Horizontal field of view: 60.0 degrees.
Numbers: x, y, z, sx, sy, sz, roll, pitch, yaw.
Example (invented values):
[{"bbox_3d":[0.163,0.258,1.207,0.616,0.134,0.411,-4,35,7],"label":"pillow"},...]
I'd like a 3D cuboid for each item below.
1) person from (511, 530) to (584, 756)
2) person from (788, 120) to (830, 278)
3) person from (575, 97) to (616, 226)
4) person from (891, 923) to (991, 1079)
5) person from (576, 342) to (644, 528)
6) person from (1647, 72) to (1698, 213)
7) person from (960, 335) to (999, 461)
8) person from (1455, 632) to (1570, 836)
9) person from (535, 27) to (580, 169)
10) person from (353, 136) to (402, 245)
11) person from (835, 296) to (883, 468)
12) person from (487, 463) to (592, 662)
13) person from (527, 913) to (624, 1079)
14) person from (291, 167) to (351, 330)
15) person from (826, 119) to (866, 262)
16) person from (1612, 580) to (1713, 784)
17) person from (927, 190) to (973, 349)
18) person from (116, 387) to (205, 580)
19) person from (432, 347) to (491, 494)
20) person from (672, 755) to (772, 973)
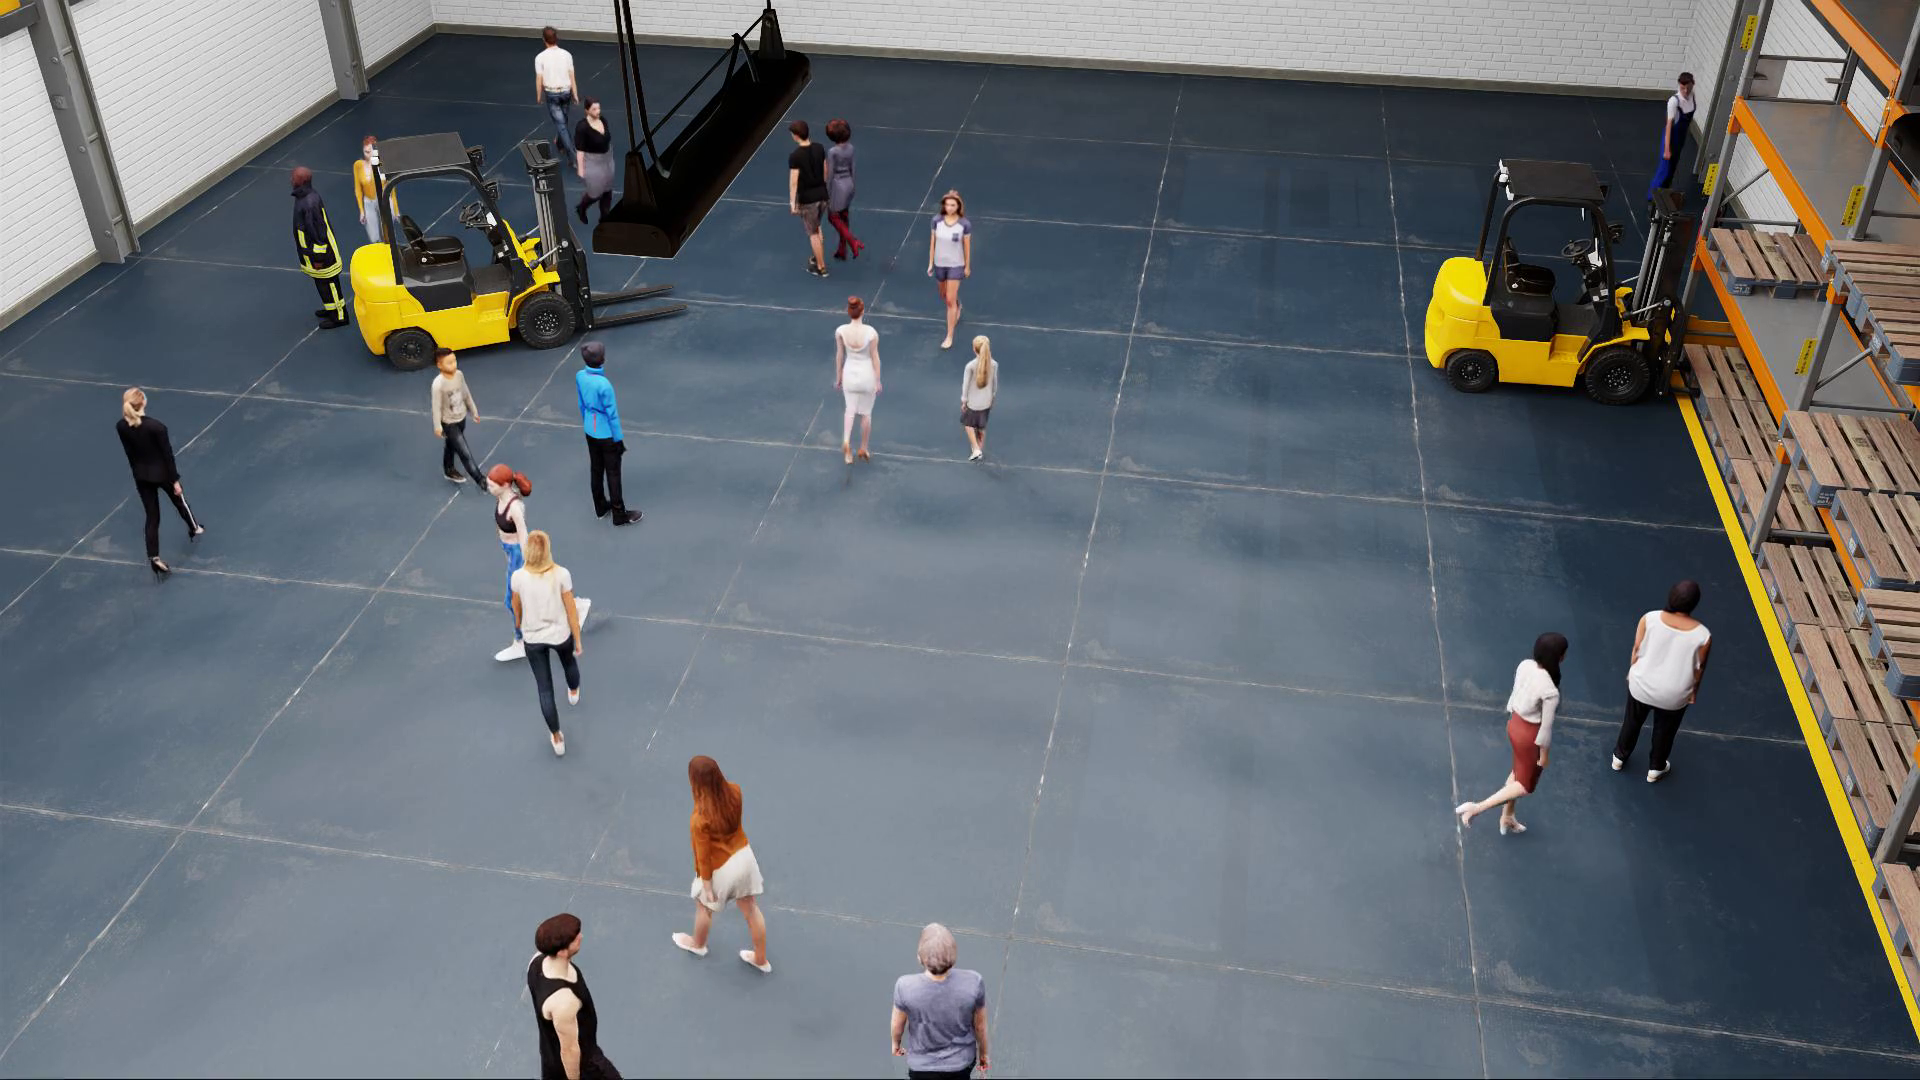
[{"bbox_3d":[-3.007,0.798,12.180,0.917,1.770,1.142,-10,35,-15],"label":"person"},{"bbox_3d":[-1.647,-3.918,19.215,0.817,1.835,0.894,-26,41,-33],"label":"person"},{"bbox_3d":[-4.508,-4.574,20.287,0.898,1.740,0.880,18,38,25],"label":"person"},{"bbox_3d":[-0.084,2.869,8.974,0.794,1.869,0.845,-4,34,-6],"label":"person"},{"bbox_3d":[-3.194,-0.946,14.783,0.699,1.792,0.710,25,41,32],"label":"person"},{"bbox_3d":[8.985,-5.035,20.913,0.933,1.817,0.823,25,41,33],"label":"person"},{"bbox_3d":[0.208,-1.310,15.810,0.676,1.262,0.741,-15,36,-21],"label":"person"},{"bbox_3d":[3.799,1.384,11.327,0.830,1.738,0.849,-7,34,-11],"label":"person"},{"bbox_3d":[-5.322,-5.845,22.145,1.181,1.801,1.281,-19,38,-26],"label":"person"},{"bbox_3d":[-6.701,-3.845,19.200,0.665,1.730,0.659,-2,34,-4],"label":"person"},{"bbox_3d":[-0.983,-1.429,15.513,0.621,1.789,0.778,10,35,15],"label":"person"},{"bbox_3d":[-3.402,0.136,13.180,1.071,1.764,1.088,-17,37,-24],"label":"person"},{"bbox_3d":[-2.200,2.799,9.084,1.140,1.862,1.094,-19,38,-27],"label":"person"},{"bbox_3d":[-7.014,-3.223,18.181,0.920,1.822,0.807,-12,35,-17],"label":"person"},{"bbox_3d":[-1.335,-4.067,19.571,0.969,1.691,0.945,26,42,34],"label":"person"},{"bbox_3d":[5.052,0.992,11.962,0.750,1.688,0.750,21,39,29],"label":"person"},{"bbox_3d":[-0.085,-2.978,17.920,0.771,1.703,1.098,14,36,20],"label":"person"},{"bbox_3d":[-6.894,-0.460,14.170,0.750,1.661,1.102,1,34,1],"label":"person"},{"bbox_3d":[-4.737,-1.114,15.362,0.754,1.432,0.960,13,36,19],"label":"person"},{"bbox_3d":[-1.383,2.066,10.343,0.946,1.691,0.968,25,41,32],"label":"person"}]
